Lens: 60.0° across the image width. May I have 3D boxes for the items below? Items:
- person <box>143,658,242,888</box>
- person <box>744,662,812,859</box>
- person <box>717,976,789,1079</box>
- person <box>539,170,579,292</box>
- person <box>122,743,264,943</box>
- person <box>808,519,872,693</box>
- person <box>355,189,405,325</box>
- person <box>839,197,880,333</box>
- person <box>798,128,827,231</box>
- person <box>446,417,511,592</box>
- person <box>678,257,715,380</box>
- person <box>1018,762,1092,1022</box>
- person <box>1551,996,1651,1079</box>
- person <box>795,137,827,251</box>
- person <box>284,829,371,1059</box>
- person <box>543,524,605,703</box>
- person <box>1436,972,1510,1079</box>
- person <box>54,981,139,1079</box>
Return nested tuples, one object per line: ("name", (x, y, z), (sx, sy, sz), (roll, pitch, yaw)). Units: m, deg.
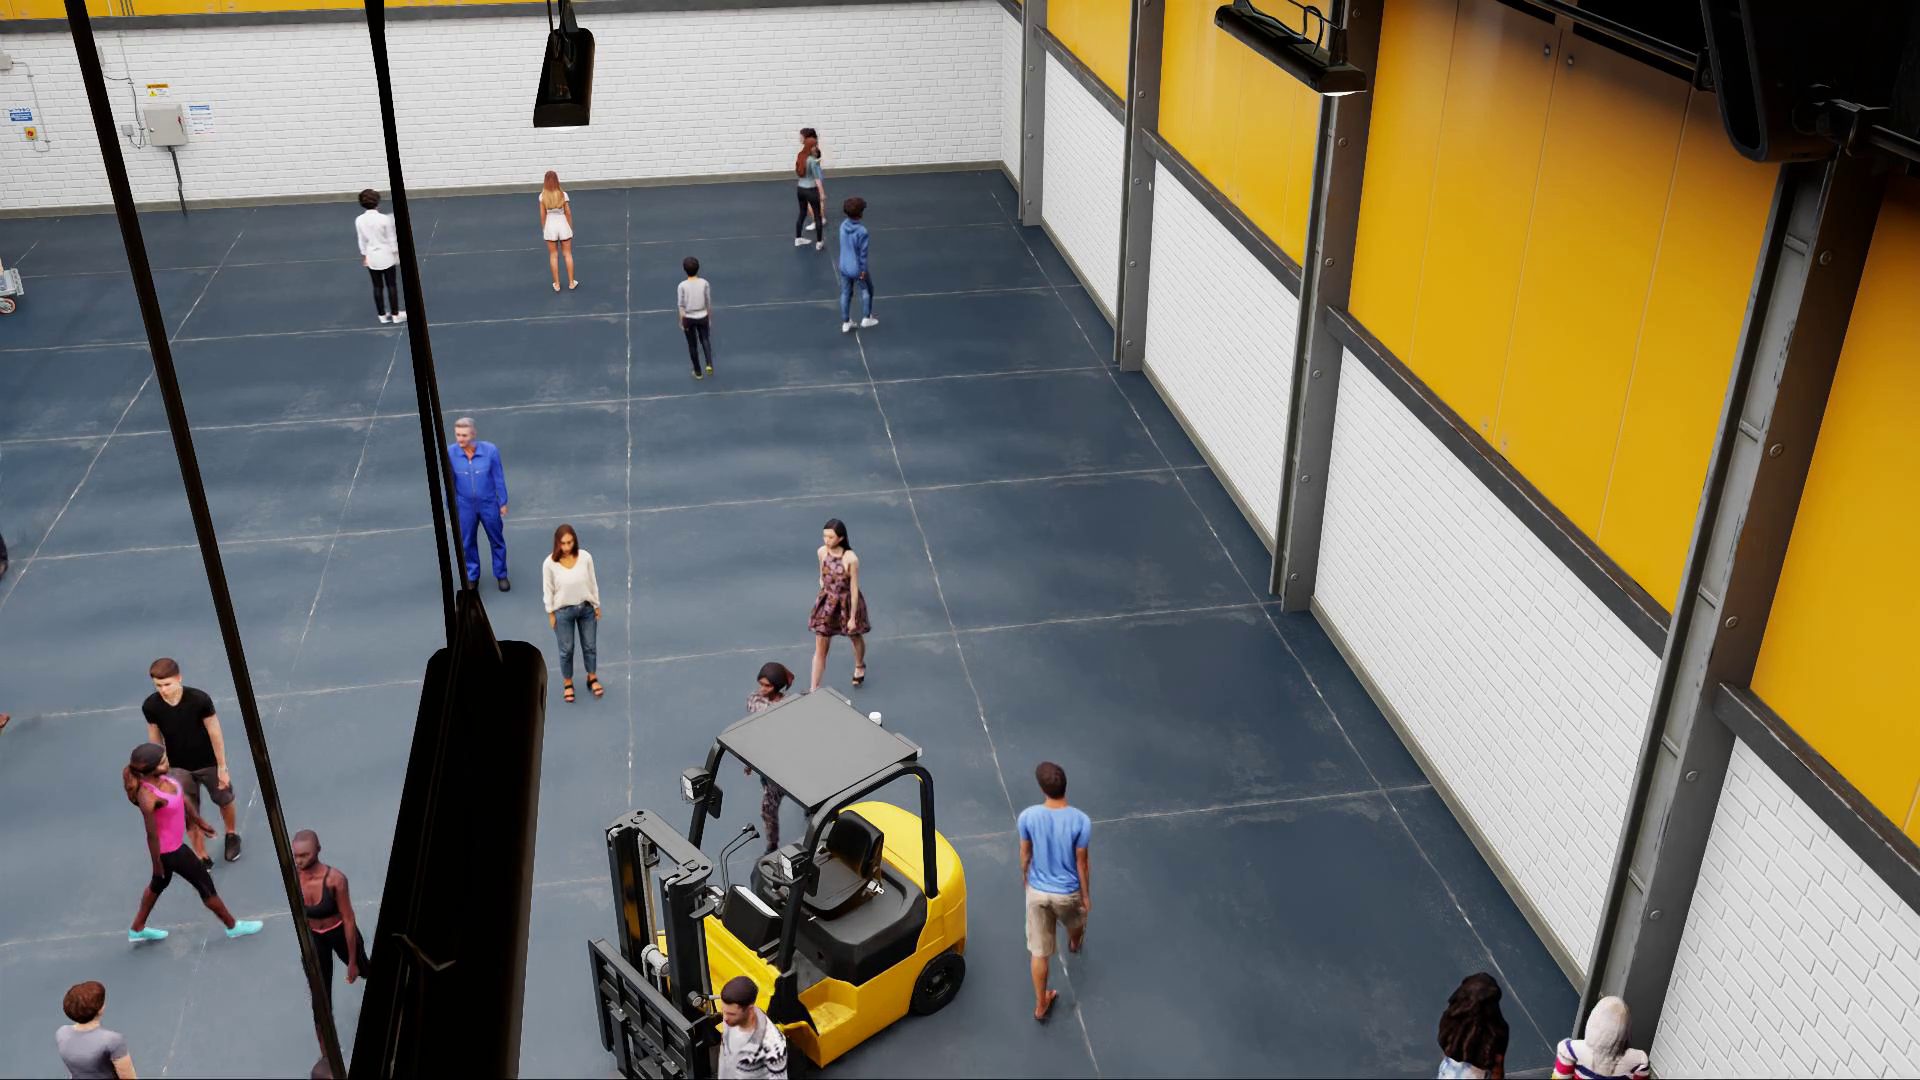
("person", (-5.635, 1.587, 12.348), (0.713, 1.837, 0.845), (-7, 29, -13))
("person", (-1.348, 1.619, 12.445), (1.030, 1.688, 1.101), (17, 33, 29))
("person", (-1.080, 3.150, 9.487), (0.857, 1.833, 0.775), (-18, 34, -30))
("person", (-5.672, -4.360, 23.398), (0.562, 1.695, 0.531), (-6, 29, -10))
("person", (-5.563, 2.134, 11.507), (0.679, 1.682, 1.074), (-7, 29, -12))
("person", (-0.965, 0.582, 14.302), (1.041, 1.730, 1.205), (12, 31, 21))
("person", (-7.765, -3.790, 22.242), (0.651, 1.803, 0.625), (-1, 29, -2))
("person", (-1.452, -3.589, 21.889), (0.881, 1.787, 0.941), (19, 34, 31))
("person", (-2.255, -5.649, 25.857), (0.870, 1.605, 0.682), (15, 32, 26))
("person", (-4.614, -0.352, 15.915), (0.713, 1.826, 0.543), (-6, 29, -11))
("person", (-3.250, -2.709, 20.531), (0.623, 1.542, 0.644), (-14, 31, -23))
("person", (0.600, 2.361, 10.951), (0.953, 1.816, 1.268), (6, 29, 11))
("person", (3.492, 3.306, 9.241), (0.899, 1.794, 1.015), (10, 30, 18))
("person", (-2.248, -5.162, 24.857), (0.699, 1.707, 0.802), (24, 36, 36))
("person", (-3.996, 2.543, 10.727), (0.693, 1.711, 1.224), (-1, 29, -2))
("person", (-3.322, 0.601, 14.320), (0.671, 1.680, 0.616), (-12, 31, -20))
("person", (2.926, 3.180, 9.653), (0.718, 1.621, 0.632), (-20, 34, -32))
("person", (-4.921, 3.254, 9.506), (0.745, 1.633, 1.008), (2, 29, 4))
